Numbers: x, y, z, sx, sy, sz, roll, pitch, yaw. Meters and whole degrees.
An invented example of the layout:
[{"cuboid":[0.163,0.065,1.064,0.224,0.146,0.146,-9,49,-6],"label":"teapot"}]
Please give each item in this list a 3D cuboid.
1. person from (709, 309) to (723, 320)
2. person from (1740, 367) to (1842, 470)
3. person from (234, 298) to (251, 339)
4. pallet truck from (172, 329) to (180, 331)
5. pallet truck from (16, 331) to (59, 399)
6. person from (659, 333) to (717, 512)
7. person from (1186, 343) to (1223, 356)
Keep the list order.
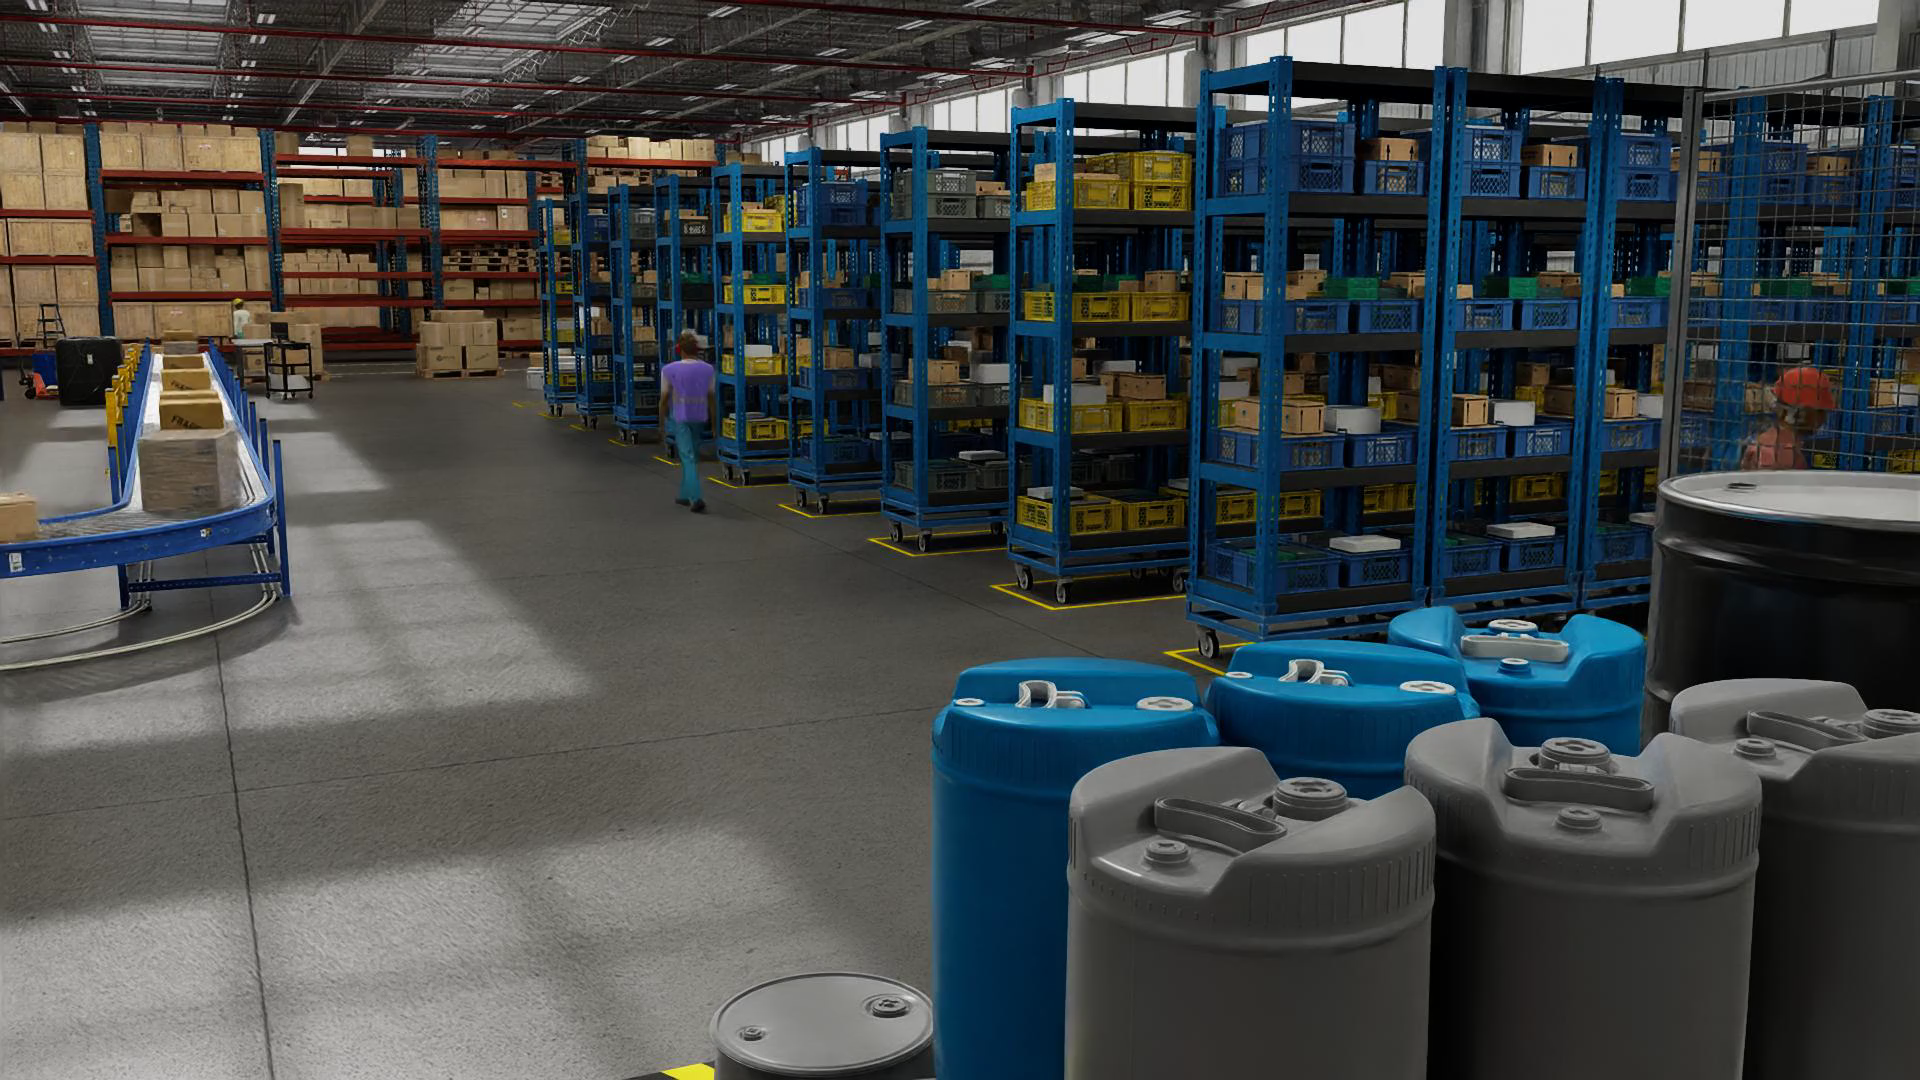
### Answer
[{"cuboid":[-6.468,-5.606,43.759,0.647,1.936,1.009,6,11,34],"label":"person"},{"cuboid":[3.822,0.144,8.017,0.655,1.968,0.659,1,9,9],"label":"person"},{"cuboid":[-18.346,-5.307,42.526,0.394,1.750,0.529,3,10,18],"label":"person"},{"cuboid":[-17.275,-3.851,35.096,1.601,1.201,0.680,0,9,1],"label":"pallet truck"},{"cuboid":[-17.082,-3.353,31.781,1.630,1.274,0.653,-4,10,-25],"label":"pallet truck"},{"cuboid":[-2.750,-1.194,16.849,0.580,1.805,0.947,-5,11,-30],"label":"person"},{"cuboid":[3.222,-2.031,22.003,0.607,1.810,0.647,-1,9,-4],"label":"person"}]
